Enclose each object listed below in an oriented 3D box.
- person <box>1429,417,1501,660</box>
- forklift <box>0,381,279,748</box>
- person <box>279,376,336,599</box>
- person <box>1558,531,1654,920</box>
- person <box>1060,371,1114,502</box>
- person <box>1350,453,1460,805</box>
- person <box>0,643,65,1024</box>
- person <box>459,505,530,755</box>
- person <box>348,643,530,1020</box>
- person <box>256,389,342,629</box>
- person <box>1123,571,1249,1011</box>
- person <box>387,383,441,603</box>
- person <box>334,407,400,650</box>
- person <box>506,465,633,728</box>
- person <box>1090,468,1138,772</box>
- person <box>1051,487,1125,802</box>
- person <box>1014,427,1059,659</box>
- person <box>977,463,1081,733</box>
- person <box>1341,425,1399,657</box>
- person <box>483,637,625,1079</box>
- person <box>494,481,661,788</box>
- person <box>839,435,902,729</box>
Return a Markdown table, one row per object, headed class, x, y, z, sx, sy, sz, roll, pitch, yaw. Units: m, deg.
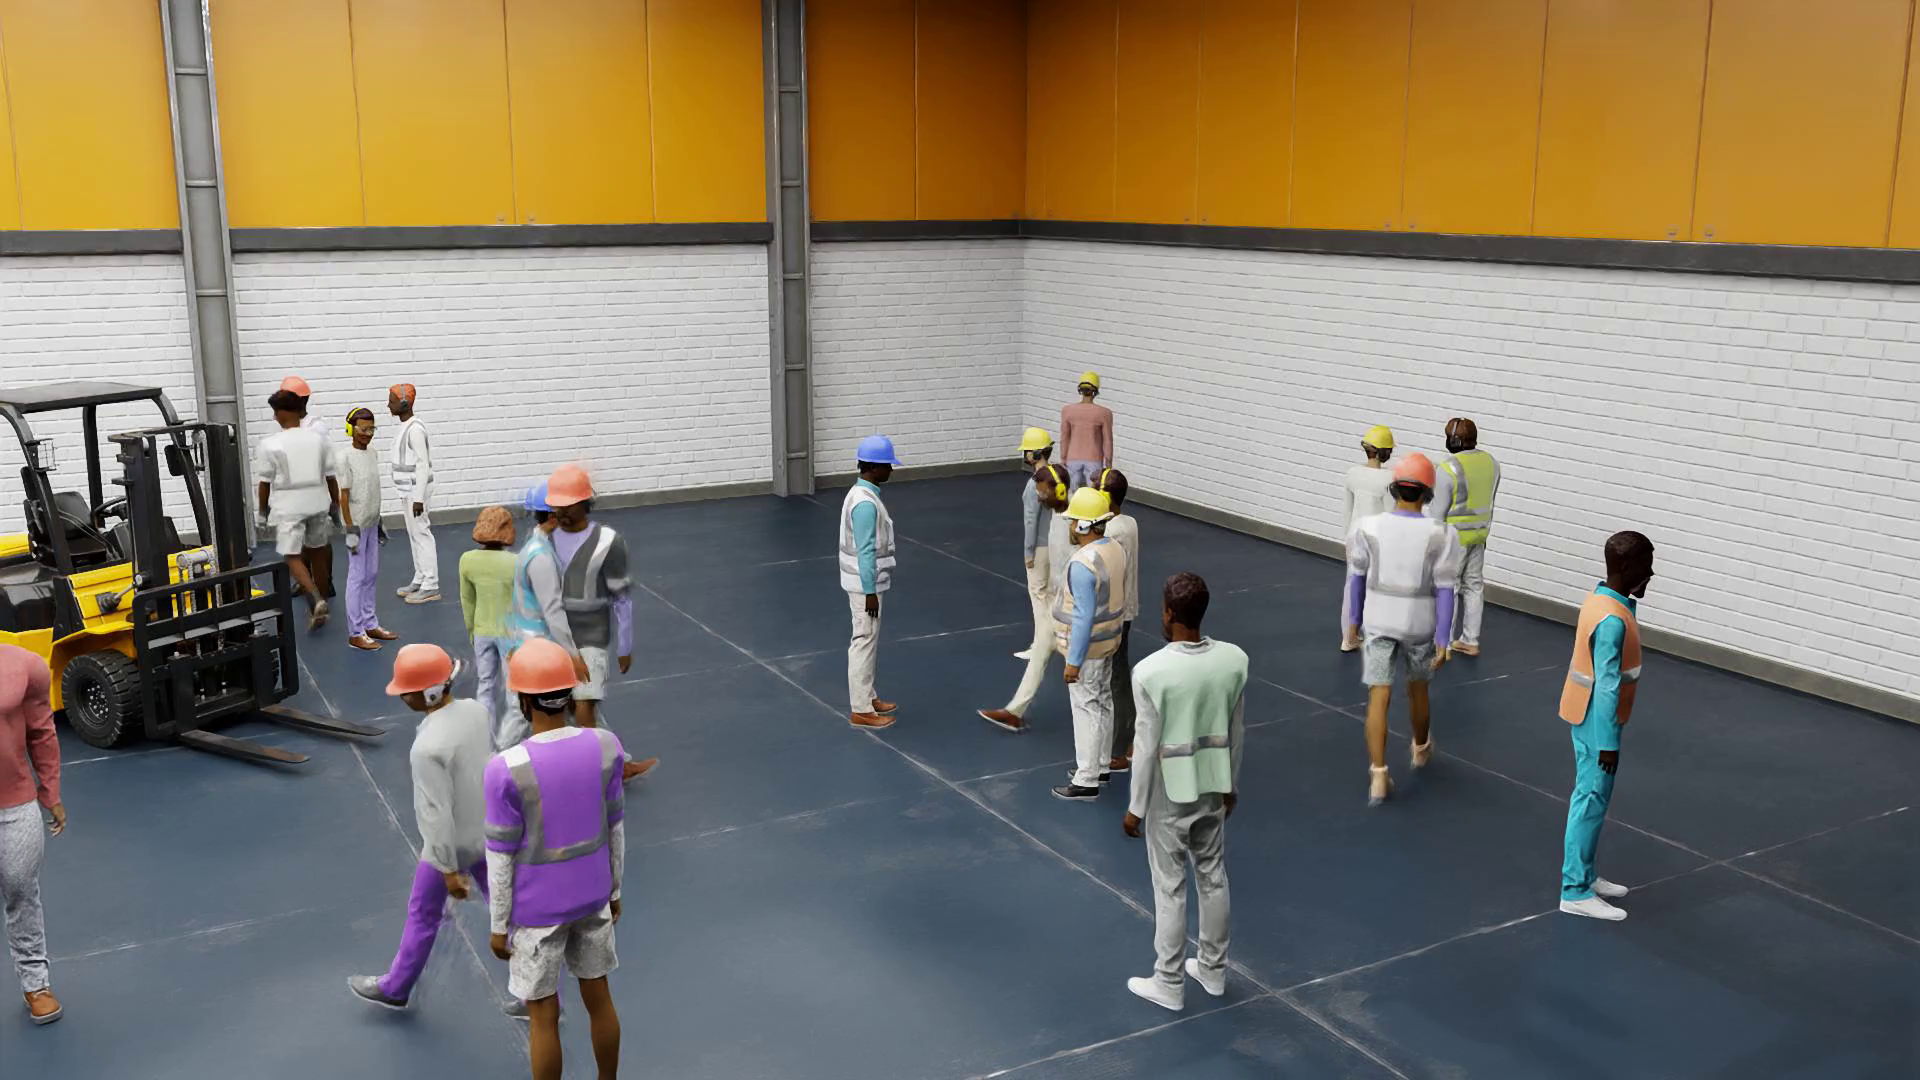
| class | x | y | z | sx | sy | sz | roll | pitch | yaw |
| --- | --- | --- | --- | --- | --- | --- | --- | --- | --- |
| person | 3.740 | -0.008 | 12.497 | 0.624 | 1.837 | 0.429 | -7 | 14 | -30 |
| forklift | -5.853 | 0.085 | 11.199 | 2.313 | 2.155 | 1.214 | 7 | 14 | 28 |
| person | -5.631 | -0.438 | 14.260 | 0.545 | 1.938 | 0.360 | 6 | 14 | 27 |
| person | 3.126 | 0.888 | 8.113 | 0.397 | 1.911 | 0.587 | 4 | 13 | 19 |
| person | 1.235 | -0.769 | 16.243 | 0.532 | 1.756 | 0.344 | 4 | 13 | 16 |
| person | 2.604 | 0.482 | 9.798 | 0.623 | 1.992 | 1.005 | 5 | 13 | 21 |
| person | -4.083 | 1.124 | 6.936 | 0.635 | 1.936 | 0.354 | -9 | 15 | -37 |
| person | -2.793 | 0.594 | 10.140 | 0.497 | 1.632 | 0.285 | 4 | 13 | 18 |
| person | -2.157 | 1.231 | 7.002 | 0.936 | 1.685 | 0.577 | 4 | 13 | 17 |
| person | -5.256 | -0.239 | 13.348 | 0.747 | 1.933 | 0.645 | 11 | 17 | 43 |
| person | 0.983 | 1.083 | 7.174 | 0.596 | 1.916 | 0.373 | -7 | 14 | -30 |
| person | -4.675 | -0.404 | 14.224 | 0.338 | 1.882 | 0.582 | -6 | 14 | -28 |
| person | -4.583 | -0.095 | 12.830 | 0.333 | 1.864 | 0.520 | 2 | 12 | 11 |
| person | -2.193 | 0.572 | 9.399 | 0.625 | 2.009 | 0.820 | 4 | 13 | 19 |
| person | 0.920 | 0.488 | 10.099 | 0.309 | 1.861 | 0.535 | 5 | 13 | 21 |
| person | 0.735 | 0.600 | 9.641 | 0.404 | 1.832 | 0.600 | 5 | 13 | 22 |
| person | 0.592 | 0.028 | 12.508 | 0.335 | 1.760 | 0.524 | 5 | 13 | 24 |
| person | 0.630 | 0.392 | 10.706 | 1.011 | 1.794 | 0.579 | -4 | 13 | -18 |
| person | 3.107 | 0.016 | 12.540 | 0.328 | 1.768 | 0.532 | -7 | 14 | -31 |
| person | -1.487 | 1.304 | 6.107 | 0.543 | 1.931 | 0.386 | -11 | 16 | -42 |
| person | -2.276 | 0.599 | 9.498 | 1.010 | 1.888 | 0.629 | -1 | 12 | -5 |
| person | -0.587 | 0.273 | 10.932 | 0.415 | 1.939 | 0.604 | 0 | 12 | -2 |
